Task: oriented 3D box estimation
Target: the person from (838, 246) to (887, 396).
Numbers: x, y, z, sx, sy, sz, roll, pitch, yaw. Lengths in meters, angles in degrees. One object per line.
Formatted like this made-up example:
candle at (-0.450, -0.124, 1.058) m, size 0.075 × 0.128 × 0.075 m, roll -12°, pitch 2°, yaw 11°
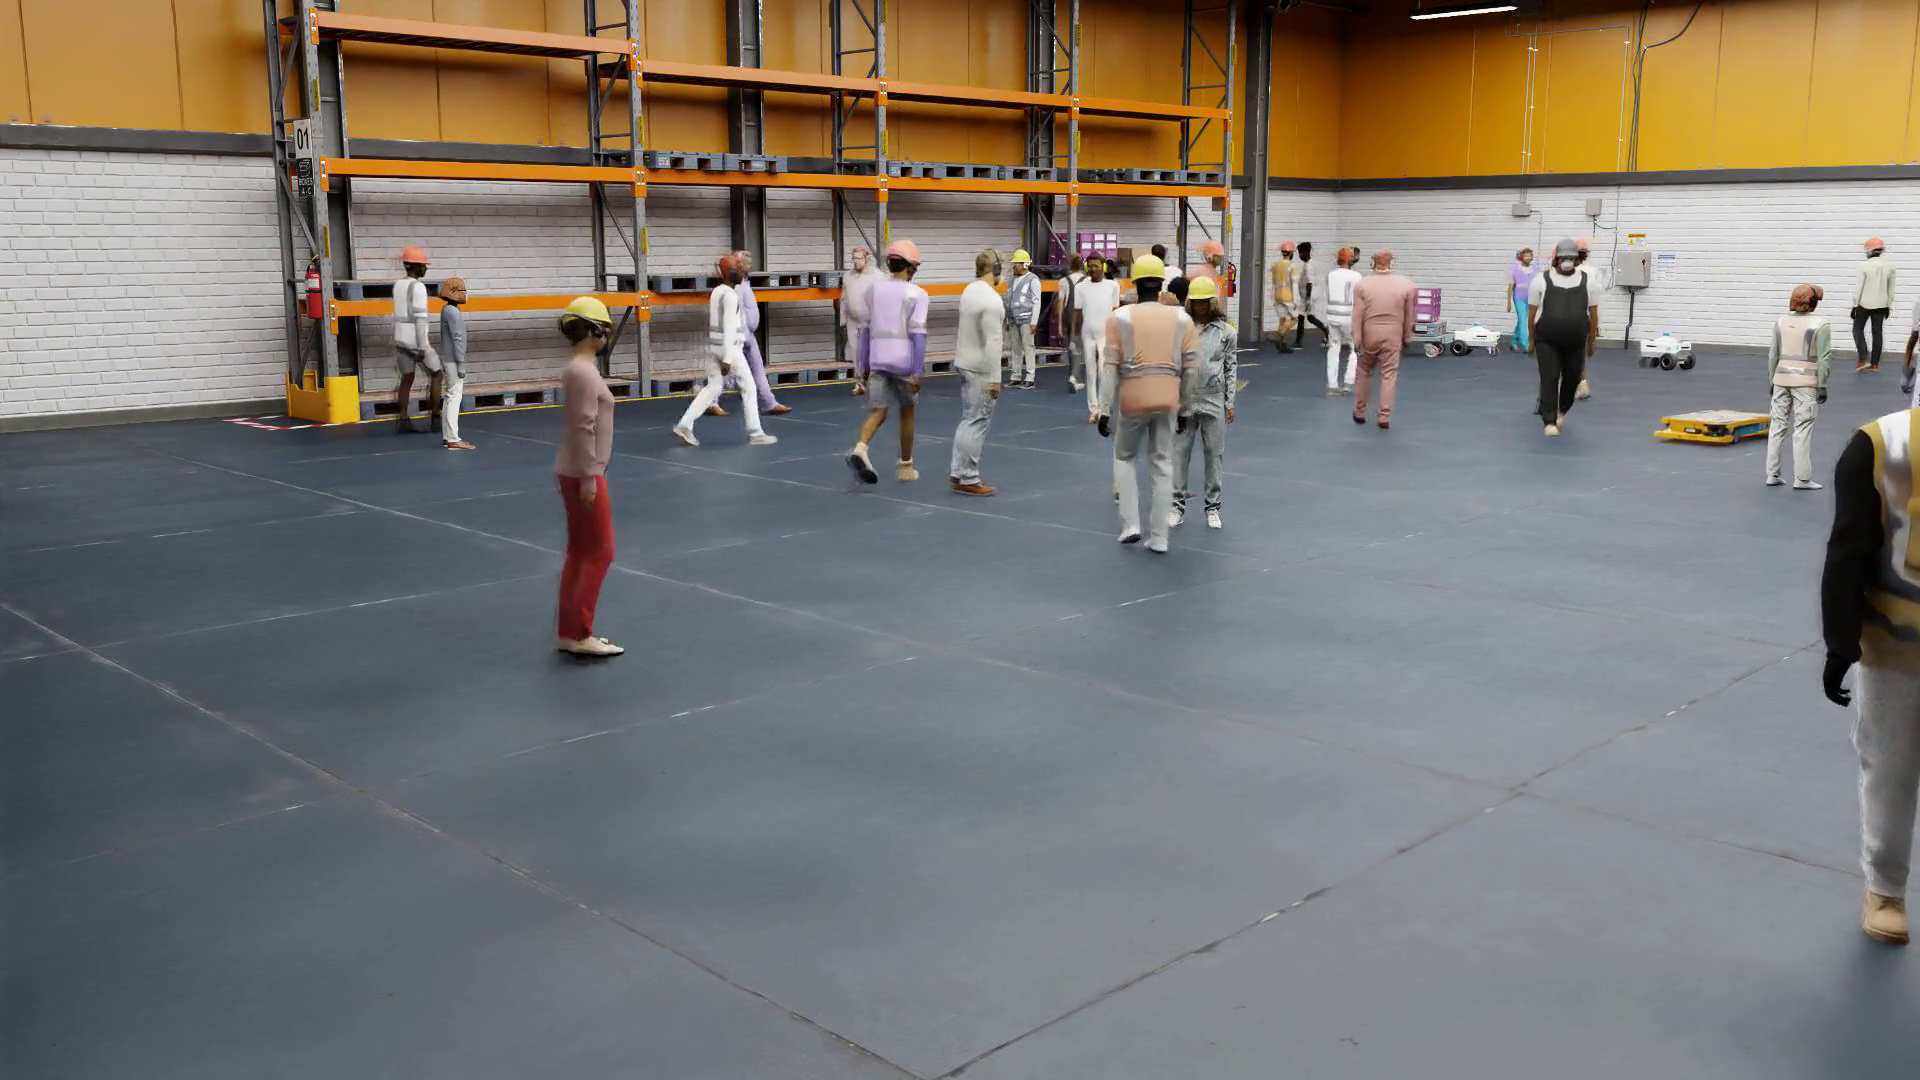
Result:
person at (-1.224, -2.770, 21.070) m, size 0.639 × 1.887 × 0.469 m, roll 7°, pitch 12°, yaw 33°

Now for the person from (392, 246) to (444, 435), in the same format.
person at (-5.487, -2.033, 16.997) m, size 0.547 × 1.914 × 0.722 m, roll 8°, pitch 13°, yaw 38°

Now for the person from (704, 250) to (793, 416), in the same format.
person at (-2.436, -2.298, 18.600) m, size 1.014 × 1.853 × 0.666 m, roll 1°, pitch 10°, yaw 4°

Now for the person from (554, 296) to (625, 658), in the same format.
person at (-1.813, -0.307, 8.072) m, size 0.388 × 1.731 × 0.566 m, roll -4°, pitch 11°, yaw -19°

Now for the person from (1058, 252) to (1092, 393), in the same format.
person at (1.510, -2.811, 21.533) m, size 0.514 × 1.814 × 0.901 m, roll 4°, pitch 11°, yaw 20°

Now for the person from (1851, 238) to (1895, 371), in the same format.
person at (13.596, -3.503, 24.808) m, size 0.658 × 1.980 × 0.418 m, roll 0°, pitch 10°, yaw -2°

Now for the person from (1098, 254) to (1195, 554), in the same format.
person at (1.183, -0.862, 10.637) m, size 0.668 × 1.896 × 0.540 m, roll -2°, pitch 11°, yaw -12°

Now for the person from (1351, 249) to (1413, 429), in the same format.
person at (4.467, -2.145, 17.715) m, size 0.651 × 1.871 × 0.916 m, roll 1°, pitch 10°, yaw 7°

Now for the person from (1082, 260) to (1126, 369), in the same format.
person at (2.164, -3.309, 24.604) m, size 0.555 × 1.650 × 0.850 m, roll 8°, pitch 13°, yaw 39°

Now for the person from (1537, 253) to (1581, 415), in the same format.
person at (6.813, -2.369, 18.780) m, size 0.648 × 1.914 × 0.582 m, roll -4°, pitch 11°, yaw -20°

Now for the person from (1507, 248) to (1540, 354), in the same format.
person at (9.694, -4.112, 28.630) m, size 0.566 × 1.804 × 0.963 m, roll -3°, pitch 11°, yaw -15°

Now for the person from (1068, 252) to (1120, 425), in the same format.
person at (1.432, -2.125, 17.666) m, size 0.575 × 1.840 × 0.759 m, roll 2°, pitch 11°, yaw 12°

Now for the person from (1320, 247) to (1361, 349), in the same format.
person at (6.804, -4.325, 29.772) m, size 0.704 × 1.821 × 0.547 m, roll 5°, pitch 12°, yaw 26°

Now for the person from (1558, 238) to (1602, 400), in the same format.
person at (7.625, -2.739, 20.620) m, size 0.624 × 1.999 × 1.032 m, roll -2°, pitch 11°, yaw -12°

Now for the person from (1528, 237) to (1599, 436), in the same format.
person at (6.159, -2.108, 17.041) m, size 0.690 × 2.000 × 0.819 m, roll 2°, pitch 11°, yaw 10°

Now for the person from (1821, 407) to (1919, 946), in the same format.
person at (2.649, 0.321, 4.459) m, size 0.631 × 1.794 × 0.950 m, roll 5°, pitch 11°, yaw 24°

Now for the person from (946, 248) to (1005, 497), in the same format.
person at (0.130, -1.295, 12.942) m, size 0.469 × 1.920 × 0.715 m, roll -4°, pitch 11°, yaw -20°

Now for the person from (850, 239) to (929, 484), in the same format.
person at (-0.592, -1.411, 13.375) m, size 0.626 × 2.000 × 0.872 m, roll 5°, pitch 12°, yaw 26°

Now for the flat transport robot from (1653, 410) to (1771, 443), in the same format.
flat transport robot at (7.583, -1.141, 16.597) m, size 1.431 × 0.197 × 0.652 m, roll -9°, pitch 14°, yaw -40°

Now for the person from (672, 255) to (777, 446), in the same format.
person at (-2.295, -1.807, 15.967) m, size 0.977 × 1.841 × 0.572 m, roll -6°, pitch 12°, yaw -28°

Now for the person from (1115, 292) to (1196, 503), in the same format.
person at (1.502, -1.065, 12.549) m, size 0.741 × 1.590 × 0.606 m, roll -6°, pitch 12°, yaw -29°

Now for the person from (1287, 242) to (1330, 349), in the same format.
person at (6.240, -4.307, 29.410) m, size 0.873 × 1.919 × 0.638 m, roll 3°, pitch 11°, yaw 14°

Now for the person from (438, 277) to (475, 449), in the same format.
person at (-4.804, -1.676, 15.827) m, size 0.284 × 1.627 × 0.496 m, roll -5°, pitch 12°, yaw -26°

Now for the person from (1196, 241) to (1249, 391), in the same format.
person at (3.233, -2.841, 21.291) m, size 1.004 × 1.937 × 0.624 m, roll 4°, pitch 11°, yaw 22°

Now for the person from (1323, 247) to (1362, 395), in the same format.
person at (4.891, -2.769, 21.102) m, size 0.637 × 1.862 × 0.600 m, roll -9°, pitch 14°, yaw -42°

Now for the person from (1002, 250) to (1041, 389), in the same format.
person at (0.806, -2.917, 22.017) m, size 0.404 × 1.832 × 0.600 m, roll -8°, pitch 13°, yaw -38°

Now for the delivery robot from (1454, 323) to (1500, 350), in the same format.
delivery robot at (8.659, -3.398, 27.871) m, size 0.707 × 0.478 × 0.477 m, roll 6°, pitch 12°, yaw 30°

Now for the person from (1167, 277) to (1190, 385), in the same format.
person at (1.995, -1.576, 15.203) m, size 0.543 × 1.649 × 0.888 m, roll 3°, pitch 11°, yaw 14°

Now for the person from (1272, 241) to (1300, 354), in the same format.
person at (5.544, -4.125, 28.351) m, size 0.454 × 1.924 × 0.568 m, roll -8°, pitch 13°, yaw -38°

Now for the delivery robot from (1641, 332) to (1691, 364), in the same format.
delivery robot at (10.662, -2.895, 25.131) m, size 0.477 × 0.478 × 0.707 m, roll -5°, pitch 12°, yaw -28°

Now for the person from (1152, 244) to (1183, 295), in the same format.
person at (2.728, -3.048, 22.528) m, size 0.628 × 1.904 × 0.453 m, roll -2°, pitch 11°, yaw -11°

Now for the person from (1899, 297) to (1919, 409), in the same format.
person at (8.000, -1.377, 13.595) m, size 0.535 × 1.841 × 0.648 m, roll 10°, pitch 14°, yaw 43°

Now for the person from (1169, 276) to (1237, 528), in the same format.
person at (1.659, -0.942, 11.490) m, size 0.493 × 1.742 × 0.322 m, roll 2°, pitch 11°, yaw 10°

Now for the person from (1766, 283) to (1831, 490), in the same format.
person at (6.699, -1.224, 13.310) m, size 0.314 × 1.641 × 0.515 m, roll -5°, pitch 12°, yaw -26°
